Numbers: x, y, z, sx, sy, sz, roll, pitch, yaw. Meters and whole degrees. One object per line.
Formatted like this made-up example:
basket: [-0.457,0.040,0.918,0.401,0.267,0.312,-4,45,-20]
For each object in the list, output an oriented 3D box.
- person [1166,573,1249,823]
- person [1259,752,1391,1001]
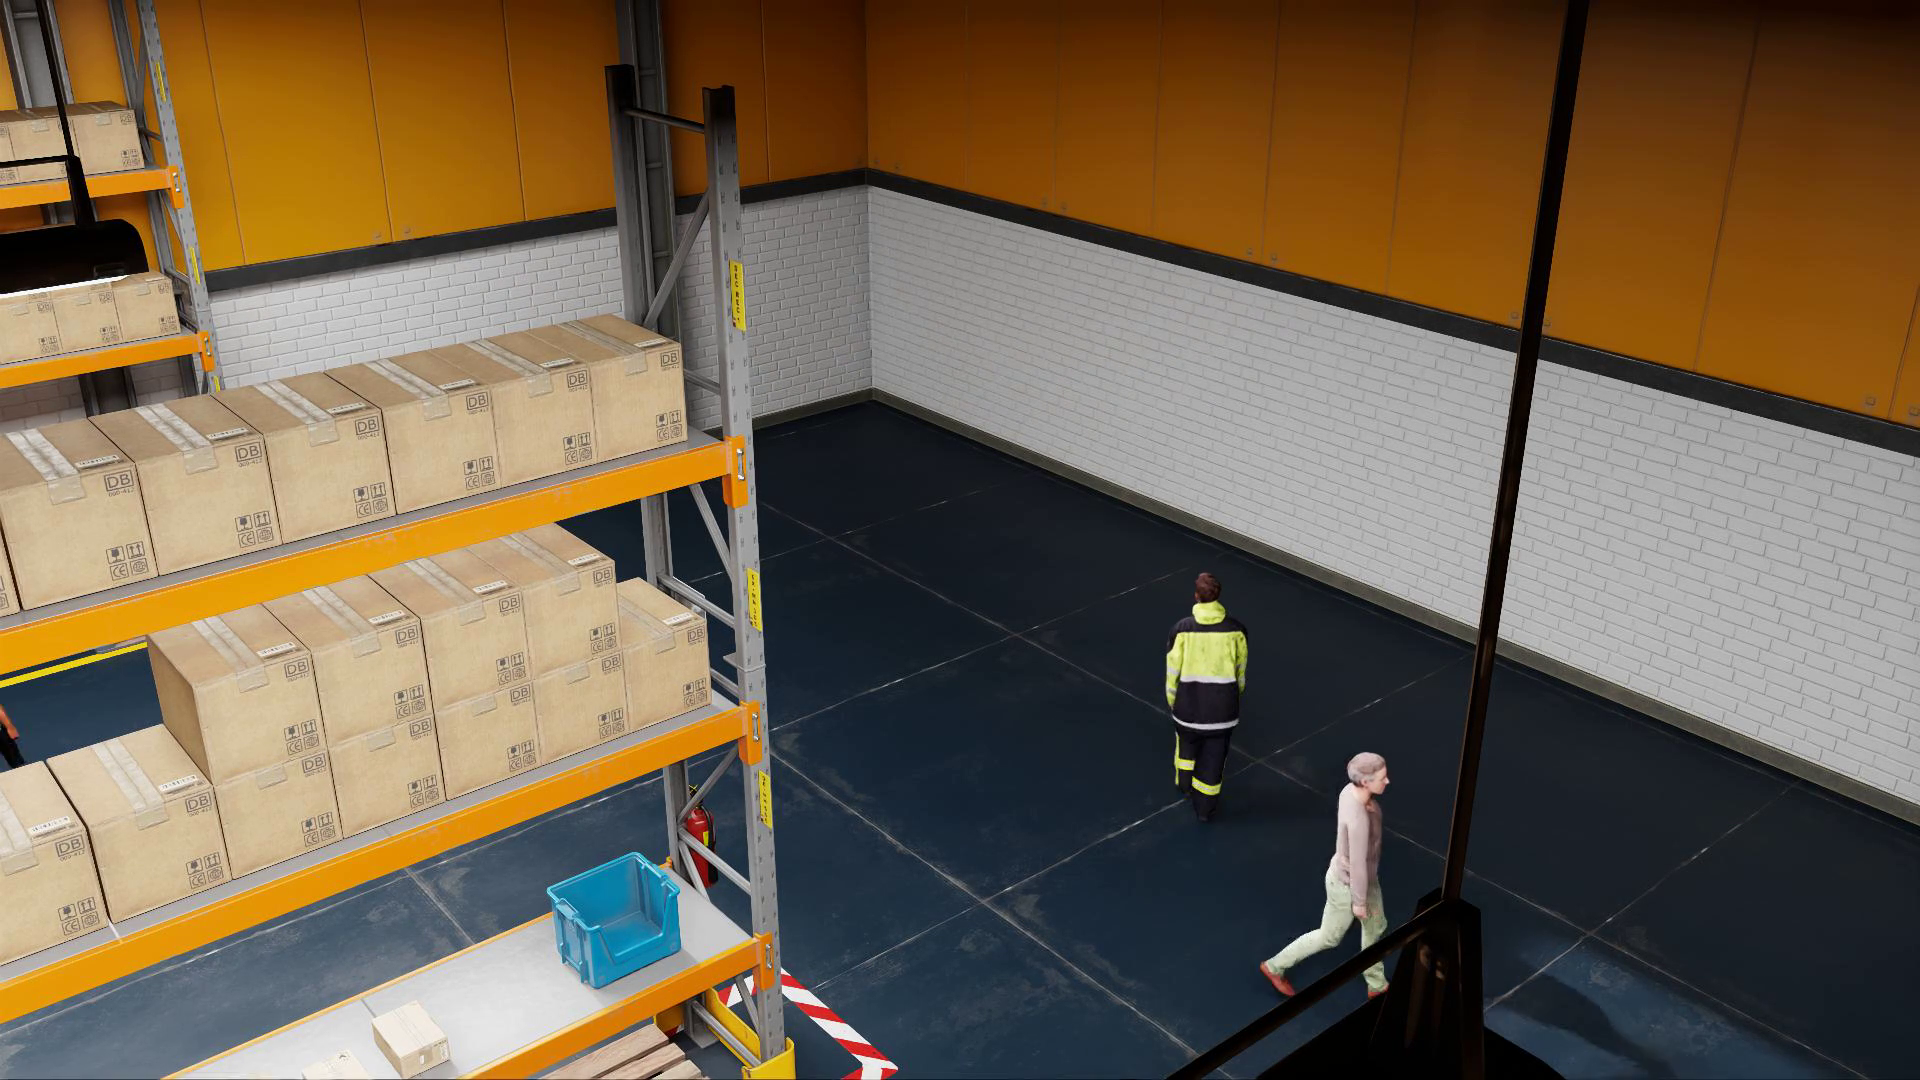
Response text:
person: [1.860,1.231,12.576,0.974,1.956,1.032,3,24,8]
person: [2.396,2.170,10.560,1.217,1.850,1.273,6,24,14]
